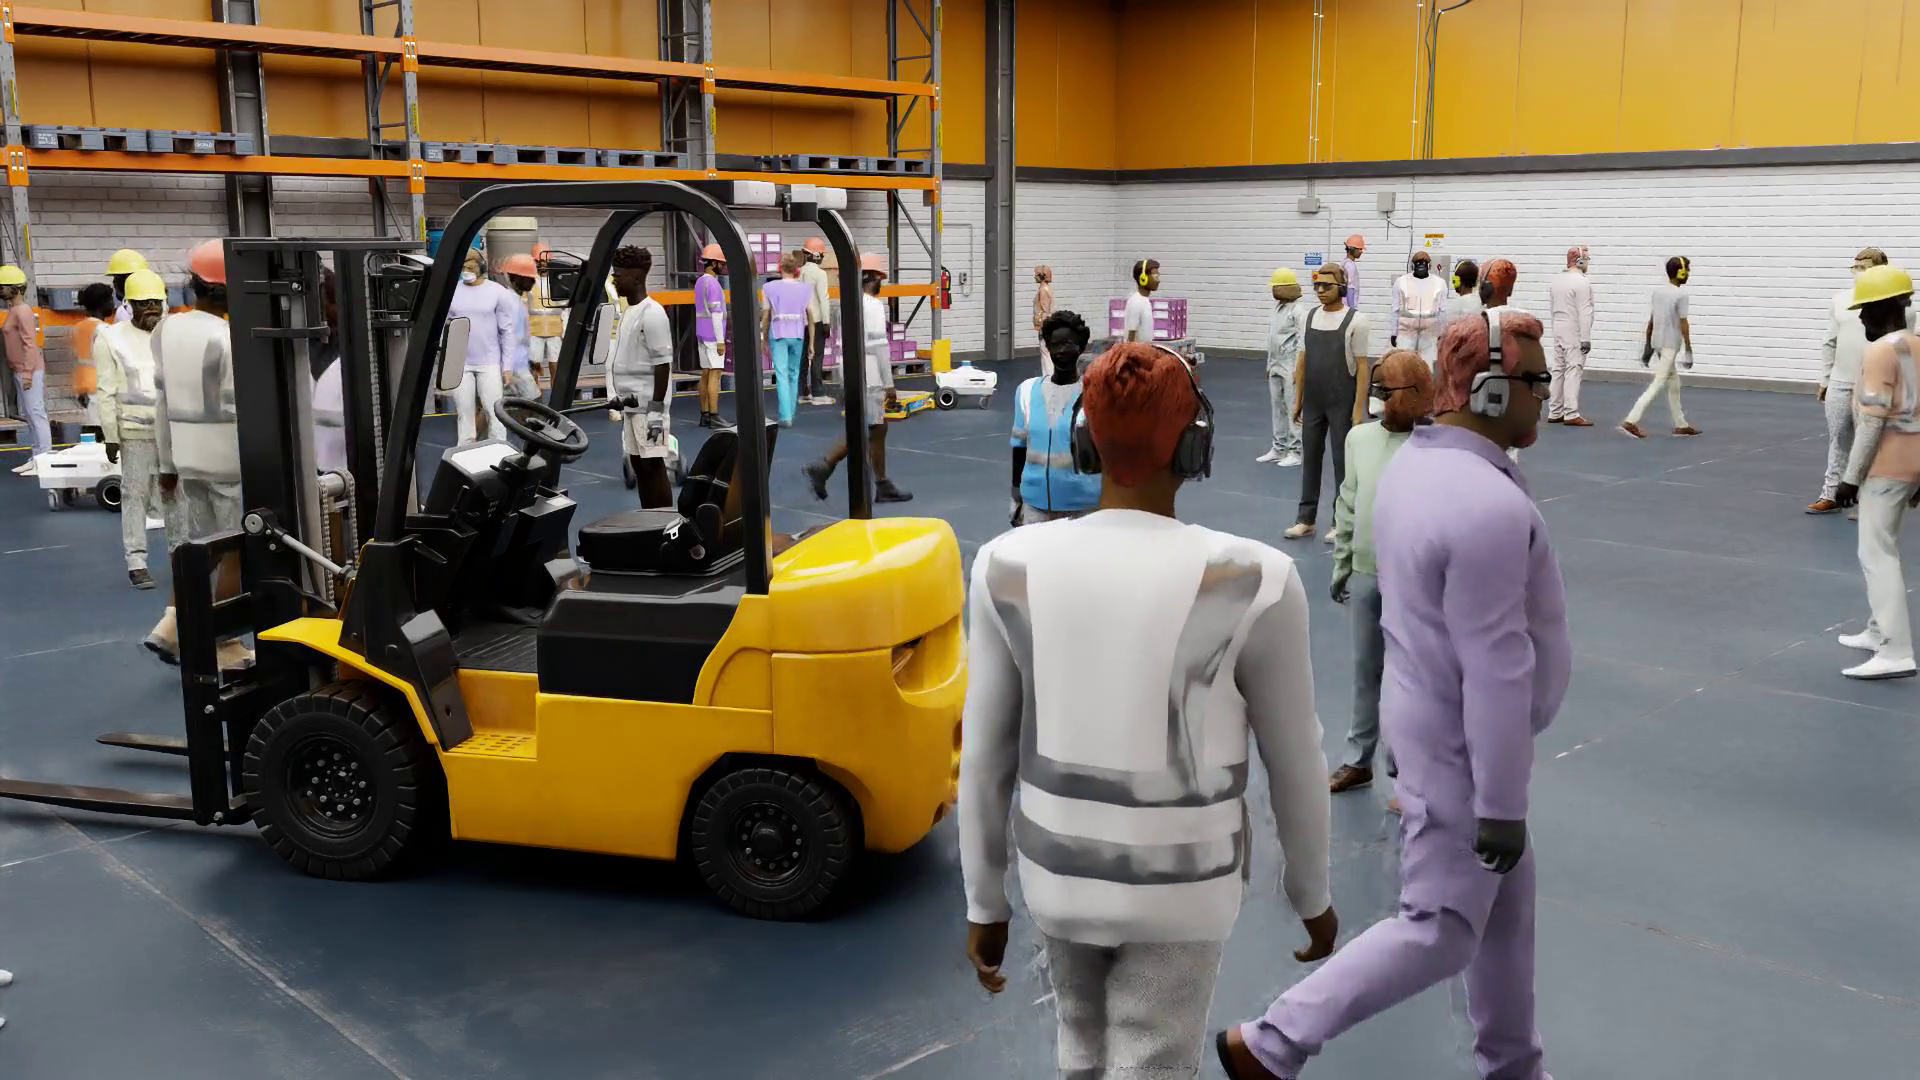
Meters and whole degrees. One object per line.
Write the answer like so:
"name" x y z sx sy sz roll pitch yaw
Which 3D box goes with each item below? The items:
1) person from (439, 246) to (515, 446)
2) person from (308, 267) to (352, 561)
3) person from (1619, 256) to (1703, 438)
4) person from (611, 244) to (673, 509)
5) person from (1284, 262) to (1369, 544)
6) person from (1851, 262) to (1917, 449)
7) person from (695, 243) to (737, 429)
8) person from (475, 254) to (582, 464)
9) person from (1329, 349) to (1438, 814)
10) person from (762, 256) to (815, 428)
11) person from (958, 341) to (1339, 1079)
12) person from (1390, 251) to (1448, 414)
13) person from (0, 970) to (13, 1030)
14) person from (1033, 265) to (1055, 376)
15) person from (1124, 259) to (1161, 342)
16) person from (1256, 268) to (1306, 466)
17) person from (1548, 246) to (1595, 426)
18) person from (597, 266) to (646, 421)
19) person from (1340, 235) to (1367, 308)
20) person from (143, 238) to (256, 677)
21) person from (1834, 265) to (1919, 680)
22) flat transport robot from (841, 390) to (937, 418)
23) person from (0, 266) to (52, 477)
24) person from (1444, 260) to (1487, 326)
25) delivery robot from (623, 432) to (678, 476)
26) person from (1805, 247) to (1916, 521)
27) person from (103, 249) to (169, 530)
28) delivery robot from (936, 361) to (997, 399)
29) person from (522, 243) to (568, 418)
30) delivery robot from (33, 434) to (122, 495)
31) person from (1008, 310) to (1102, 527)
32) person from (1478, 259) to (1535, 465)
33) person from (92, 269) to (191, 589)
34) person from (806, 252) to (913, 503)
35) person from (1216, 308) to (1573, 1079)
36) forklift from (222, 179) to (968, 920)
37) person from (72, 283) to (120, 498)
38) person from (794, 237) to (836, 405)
"person" -3.937 -1.416 13.561 0.628 1.935 0.373 1 10 4
"person" -2.786 -0.273 7.444 0.593 1.888 0.490 2 11 11
"person" 7.055 -1.922 16.632 0.978 1.828 0.549 -2 11 -12
"person" -1.993 -0.854 10.404 0.361 1.963 0.612 -6 12 -28
"person" 2.431 -0.898 10.973 0.507 1.847 0.351 9 14 41
"person" 7.218 -1.295 13.171 0.593 1.833 0.404 3 11 15
"person" -2.581 -2.131 17.454 0.364 1.936 0.542 -5 12 -27
"person" -3.886 -1.546 14.473 1.044 1.870 0.556 -6 12 -28
"person" 1.531 0.143 5.877 0.285 1.632 0.499 -9 14 -40
"person" -1.835 -2.108 17.714 0.553 1.790 0.873 -4 11 -23
"person" 0.347 0.586 2.892 0.591 1.845 0.896 6 12 28
"person" 5.197 -2.346 18.883 0.626 1.844 0.429 2 11 9
"person" -2.655 0.445 4.210 0.310 1.641 0.515 -5 11 -25
"person" 1.084 -2.710 21.413 0.314 1.639 0.517 1 10 8
"person" 1.578 -1.532 14.528 0.974 1.829 0.526 2 10 8
"person" 2.850 -1.520 14.659 0.323 1.738 0.488 -4 11 -22
"person" 6.556 -2.175 17.772 0.408 1.908 0.641 -2 11 -11
"person" -3.680 -2.234 18.273 0.626 1.844 0.429 -9 14 -41
"person" 5.636 -3.378 24.016 0.408 2.029 0.614 1 10 4
"person" -3.364 -0.340 7.495 0.662 2.006 0.473 5 12 26
"person" 4.335 -0.319 7.755 0.772 1.880 0.558 -10 14 -44
"flat transport robot" -0.781 -1.546 18.801 0.652 0.197 1.431 3 11 17
"person" -7.906 -1.419 14.029 0.328 1.769 0.526 -7 13 -35
"person" 4.184 -1.399 13.794 0.504 1.821 0.998 -3 11 -17
"delivery robot" -2.526 -0.770 13.539 0.477 0.478 0.707 -4 11 -21
"person" 6.431 -1.111 11.882 0.373 1.940 0.629 -6 12 -30
"person" -5.634 -1.027 11.456 0.381 1.924 0.594 -1 10 -4
"delivery robot" 0.077 -1.852 19.441 0.707 0.478 0.477 0 10 -1
"person" -4.552 -2.274 18.224 0.542 1.939 0.361 -4 11 -20
"delivery robot" -6.438 -0.544 12.310 0.707 0.478 0.477 -1 10 -7
"person" 0.453 -0.164 7.368 0.541 1.700 0.316 6 12 28
"person" 3.179 -0.728 9.943 0.573 1.883 0.353 -6 12 -31
"person" -4.647 -0.642 9.611 0.403 1.830 0.598 8 13 39
"person" -0.775 -1.201 12.477 0.789 1.904 0.579 -4 11 -21
"person" 1.033 0.439 3.604 0.867 1.877 0.653 1 10 3
"forklift" -1.114 -0.058 5.440 2.313 2.155 1.214 2 11 13
"person" -6.671 -1.175 13.019 0.540 1.652 0.799 8 13 38
"person" -1.758 -2.625 19.987 0.397 1.991 0.623 -9 14 -42
